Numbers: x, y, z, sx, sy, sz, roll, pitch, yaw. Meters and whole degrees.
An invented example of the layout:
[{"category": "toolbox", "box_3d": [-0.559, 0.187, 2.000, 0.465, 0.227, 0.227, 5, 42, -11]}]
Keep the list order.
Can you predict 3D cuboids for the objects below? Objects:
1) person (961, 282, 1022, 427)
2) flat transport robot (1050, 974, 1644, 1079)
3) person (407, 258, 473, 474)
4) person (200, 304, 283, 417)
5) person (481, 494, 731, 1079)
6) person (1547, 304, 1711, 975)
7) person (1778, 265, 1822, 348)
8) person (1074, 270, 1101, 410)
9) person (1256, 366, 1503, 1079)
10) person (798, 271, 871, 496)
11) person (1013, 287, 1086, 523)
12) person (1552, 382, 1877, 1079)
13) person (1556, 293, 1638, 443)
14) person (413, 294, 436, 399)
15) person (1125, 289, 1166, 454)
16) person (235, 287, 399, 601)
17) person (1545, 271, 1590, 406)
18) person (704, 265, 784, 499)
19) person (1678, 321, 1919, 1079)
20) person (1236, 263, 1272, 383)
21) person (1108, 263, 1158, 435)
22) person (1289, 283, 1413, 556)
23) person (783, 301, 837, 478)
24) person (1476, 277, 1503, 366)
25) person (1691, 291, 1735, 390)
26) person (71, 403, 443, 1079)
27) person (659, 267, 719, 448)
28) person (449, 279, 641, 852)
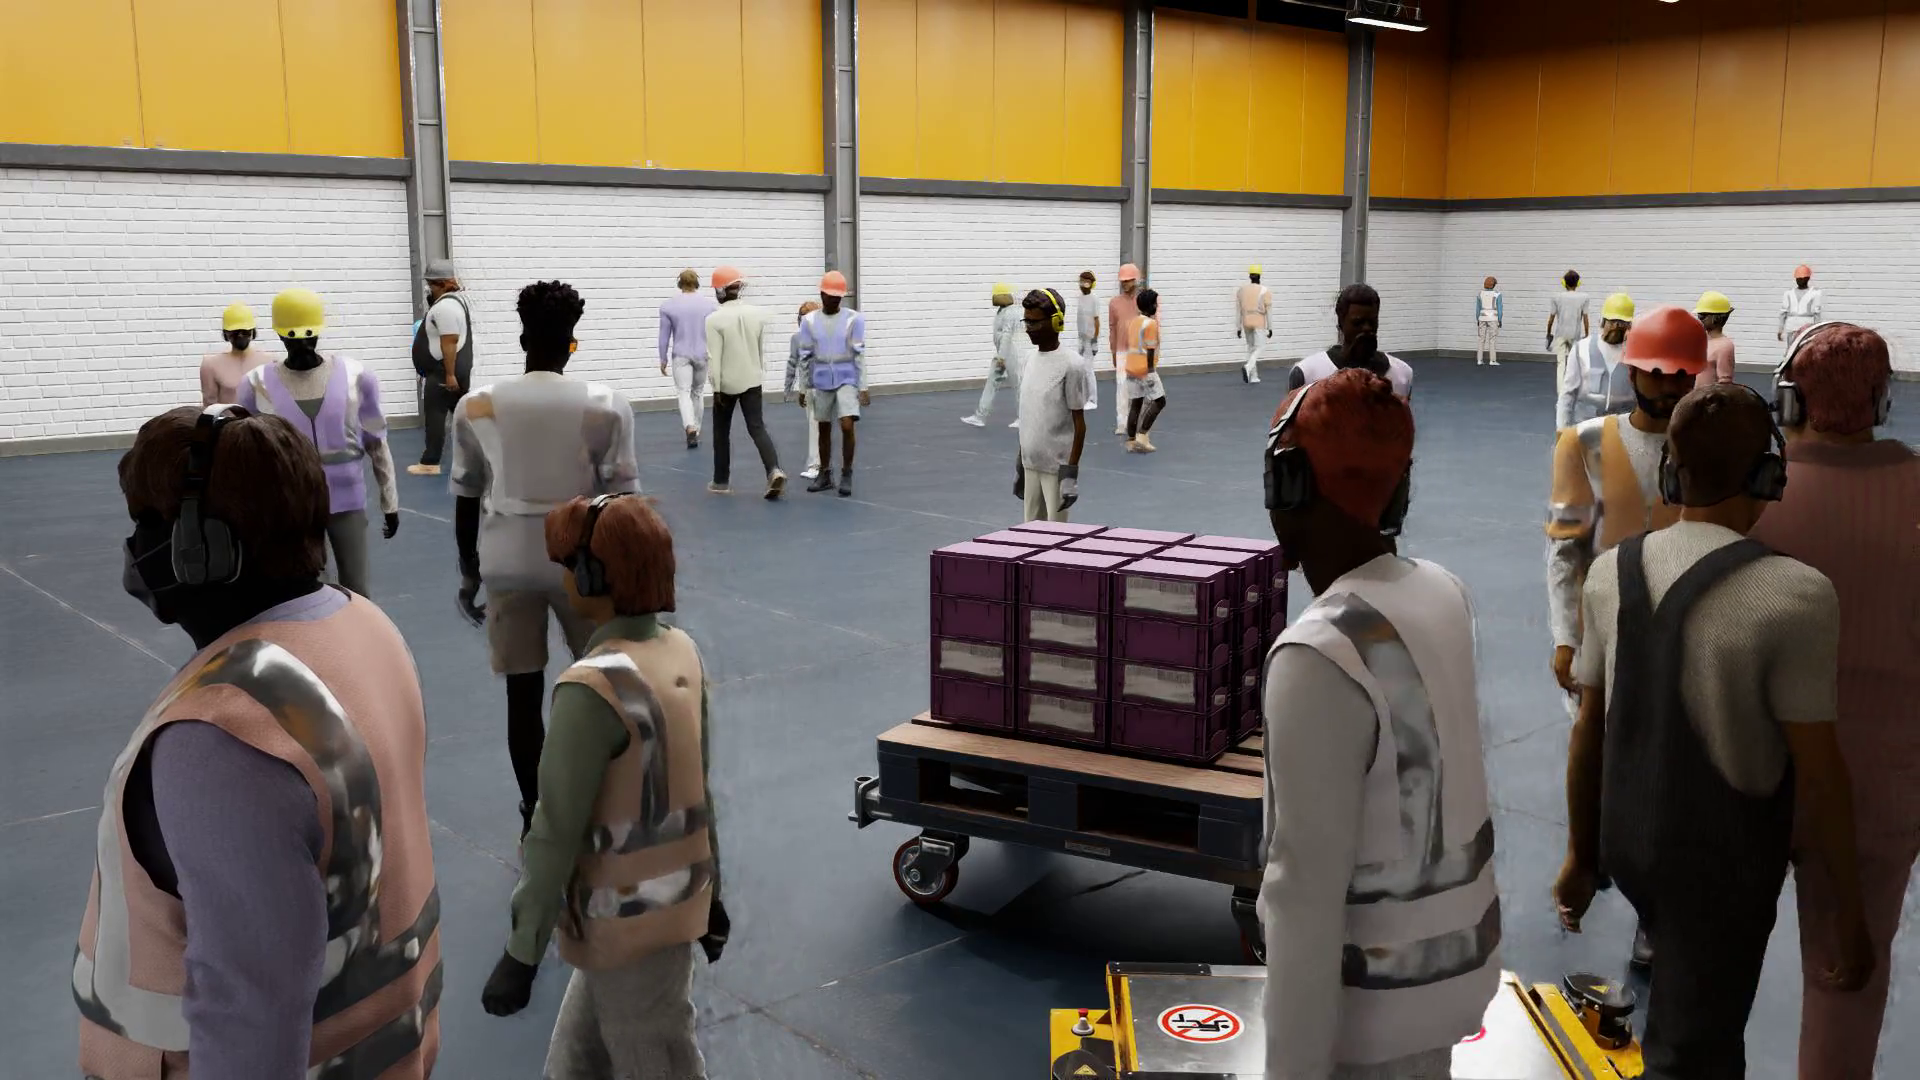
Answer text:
[{"category": "person", "box_3d": [0.441, -2.159, 19.544, 0.860, 1.701, 0.507, -3, 10, -19]}, {"category": "flat transport robot", "box_3d": [0.931, 1.230, 3.912, 1.431, 0.197, 0.652, 0, 10, 3]}, {"category": "person", "box_3d": [-4.682, -1.631, 15.487, 0.904, 2.000, 0.694, -1, 10, -5]}, {"category": "person", "box_3d": [-4.553, -0.649, 10.678, 0.537, 1.723, 0.909, -6, 11, -30]}, {"category": "person", "box_3d": [-0.577, 0.710, 3.070, 0.816, 1.603, 0.510, 1, 10, 5]}, {"category": "person", "box_3d": [2.034, 0.240, 5.004, 0.540, 1.895, 0.991, 3, 10, 19]}, {"category": "person", "box_3d": [12.771, -3.229, 25.267, 0.942, 1.904, 0.556, -9, 13, -41]}, {"category": "person", "box_3d": [1.663, -2.617, 21.851, 0.421, 1.838, 0.610, -5, 11, -28]}, {"category": "person", "box_3d": [0.572, 0.678, 2.495, 0.598, 1.857, 0.659, 5, 11, 28]}, {"category": "person", "box_3d": [-1.058, -1.318, 14.065, 0.646, 1.890, 0.697, 1, 10, 7]}, {"category": "person", "box_3d": [0.433, -0.353, 8.529, 0.329, 1.865, 0.511, -6, 12, -33]}, {"category": "person", "box_3d": [1.301, 0.618, 3.054, 0.885, 1.804, 0.560, -4, 10, -22]}, {"category": "person", "box_3d": [4.485, -0.825, 11.581, 0.613, 1.771, 0.984, 4, 11, 23]}, {"category": "person", "box_3d": [-5.238, -1.686, 16.817, 0.533, 1.697, 0.319, -4, 10, -22]}, {"category": "person", "box_3d": [1.881, -1.714, 16.981, 0.390, 1.681, 0.554, -3, 10, -19]}, {"category": "person", "box_3d": [-2.849, -0.179, 7.414, 0.642, 1.887, 0.712, -4, 10, -22]}, {"category": "person", "box_3d": [8.244, -2.733, 22.582, 0.557, 1.824, 0.889, 3, 10, 15]}, {"category": "person", "box_3d": [-1.821, -1.316, 13.919, 0.622, 1.958, 0.970, -7, 12, -37]}, {"category": "person", "box_3d": [1.812, 0.483, 3.583, 0.645, 1.891, 0.570, 2, 10, 13]}, {"category": "person", "box_3d": [4.622, -3.407, 26.258, 0.600, 1.906, 0.754, 7, 12, 34]}, {"category": "person", "box_3d": [2.010, -2.205, 19.148, 0.615, 1.951, 1.022, 3, 10, 18]}, {"category": "person", "box_3d": [1.729, -0.189, 7.451, 0.593, 1.903, 0.477, -2, 10, -9]}, {"category": "person", "box_3d": [-1.388, -1.356, 15.129, 0.533, 1.603, 0.724, 6, 11, 31]}, {"category": "person", "box_3d": [9.793, -4.044, 30.793, 0.513, 1.640, 0.307, 9, 13, 43]}, {"category": "person", "box_3d": [5.407, -0.907, 12.050, 0.314, 1.769, 0.524, 1, 10, 4]}, {"category": "person", "box_3d": [-0.901, 0.741, 2.181, 0.429, 1.842, 0.637, -1, 10, -7]}, {"category": "person", "box_3d": [-2.867, -1.938, 17.692, 0.638, 1.911, 0.925, -3, 10, -16]}, {"category": "person", "box_3d": [-1.394, 0.102, 5.622, 0.627, 1.936, 0.533, -2, 10, -12]}]
